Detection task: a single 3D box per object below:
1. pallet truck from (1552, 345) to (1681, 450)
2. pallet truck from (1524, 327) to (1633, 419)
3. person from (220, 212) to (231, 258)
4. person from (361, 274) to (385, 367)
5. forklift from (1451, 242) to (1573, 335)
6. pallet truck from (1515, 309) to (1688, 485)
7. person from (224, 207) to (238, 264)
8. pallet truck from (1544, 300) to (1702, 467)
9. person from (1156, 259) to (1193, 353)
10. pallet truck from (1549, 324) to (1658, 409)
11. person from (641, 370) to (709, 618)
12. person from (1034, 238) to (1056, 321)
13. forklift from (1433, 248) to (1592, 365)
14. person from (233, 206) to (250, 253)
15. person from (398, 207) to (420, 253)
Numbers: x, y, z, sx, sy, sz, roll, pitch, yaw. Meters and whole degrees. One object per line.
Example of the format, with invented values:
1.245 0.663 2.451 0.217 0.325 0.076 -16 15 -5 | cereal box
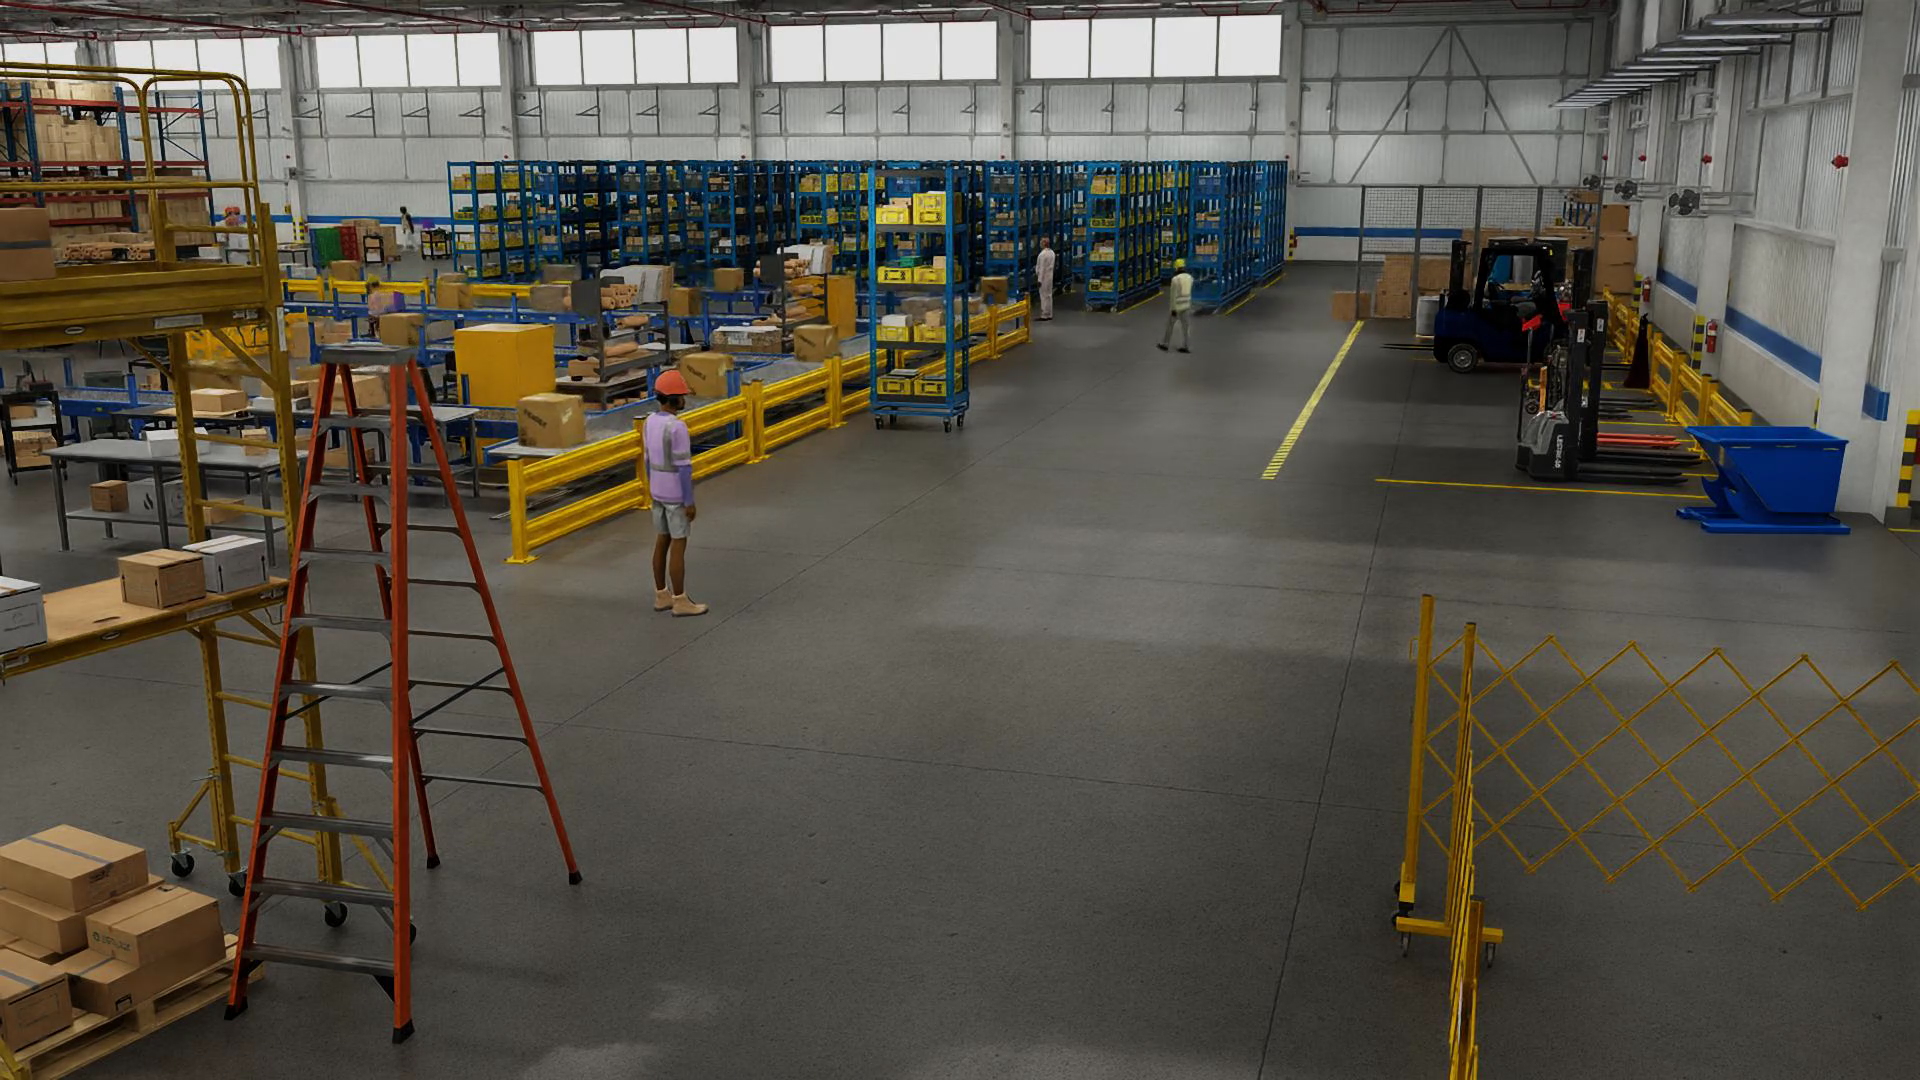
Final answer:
8.641 -1.896 21.908 1.630 1.274 0.653 4 14 16 | pallet truck
9.065 -2.460 24.370 1.522 1.261 0.704 3 13 14 | pallet truck
-27.149 -11.339 61.760 0.515 1.734 0.854 2 13 10 | person
-10.317 -3.854 29.465 0.928 1.716 0.545 -3 13 -11 | person
10.464 -4.597 31.405 2.680 1.987 1.157 4 14 16 | forklift
7.554 -1.677 19.446 1.885 1.965 0.823 3 13 14 | pallet truck
-25.620 -10.709 58.498 0.414 1.985 0.611 2 13 9 | person
8.263 -1.952 20.631 1.885 1.965 0.823 5 14 20 | pallet truck
4.178 -4.537 32.231 0.594 1.792 0.864 -10 16 -36 | person
9.824 -2.669 25.407 1.601 1.201 0.680 4 14 16 | pallet truck
-2.367 -0.383 13.753 0.382 2.045 0.605 -11 17 -38 | person
1.944 -6.011 38.367 0.409 1.906 0.651 6 15 26 | person
9.780 -4.111 29.280 2.680 1.987 1.157 3 13 14 | forklift
-27.529 -11.797 63.453 1.014 1.863 0.592 4 14 18 | person
-21.608 -12.124 65.014 0.938 1.789 0.651 -6 14 -25 | person
